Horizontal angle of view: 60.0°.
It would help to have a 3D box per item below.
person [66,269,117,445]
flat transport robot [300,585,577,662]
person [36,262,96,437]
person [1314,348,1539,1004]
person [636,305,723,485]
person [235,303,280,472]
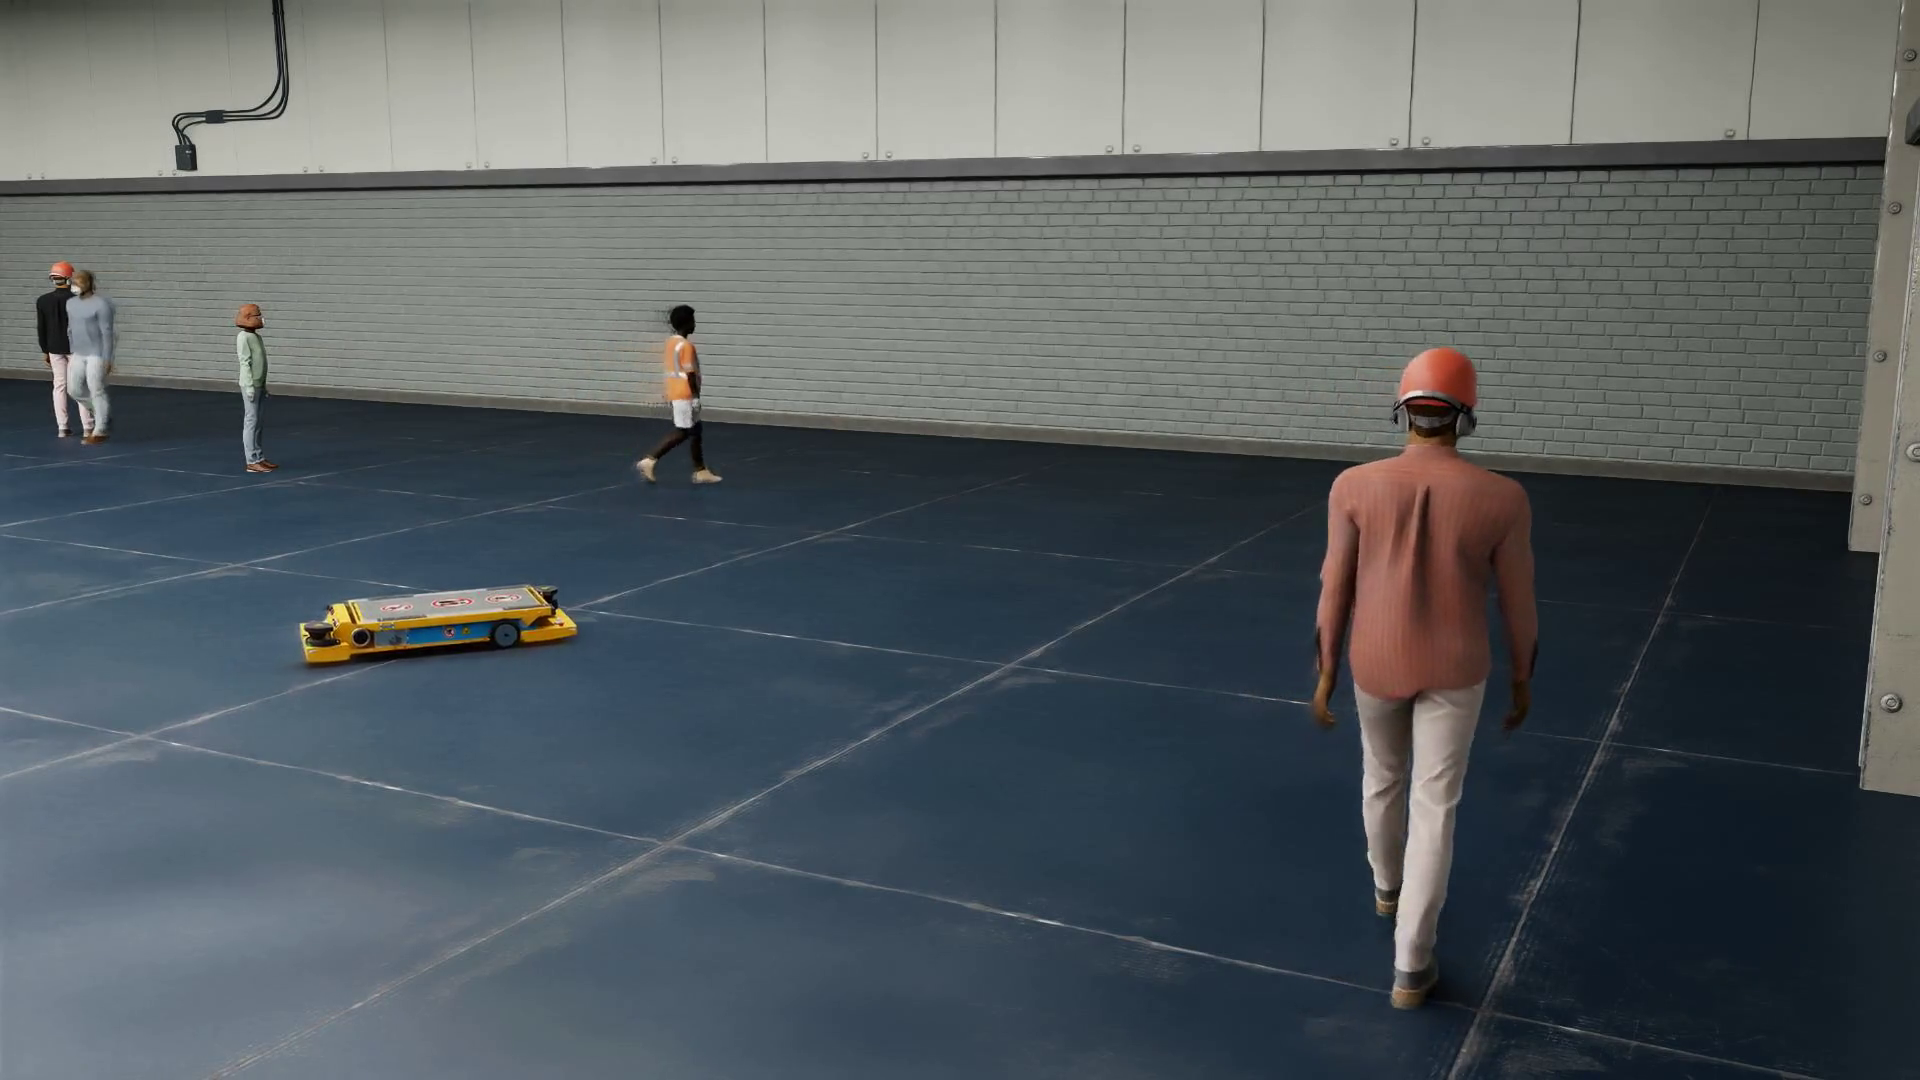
[{"bbox_3d":[-9.562,-2.006,18.284,0.649,1.929,0.443,4,11,23],"label":"person"},{"bbox_3d":[-2.948,0.455,9.394,1.431,0.197,0.652,-5,11,-24],"label":"flat transport robot"},{"bbox_3d":[-10.169,-2.167,18.984,0.612,1.995,0.392,0,10,-1],"label":"person"},{"bbox_3d":[1.483,0.377,5.245,0.659,1.944,0.998,5,11,24],"label":"person"},{"bbox_3d":[-2.590,-1.321,15.247,0.764,1.674,0.535,-4,11,-19],"label":"person"},{"bbox_3d":[-6.880,-1.485,16.247,0.283,1.636,0.500,-1,10,-7],"label":"person"}]
